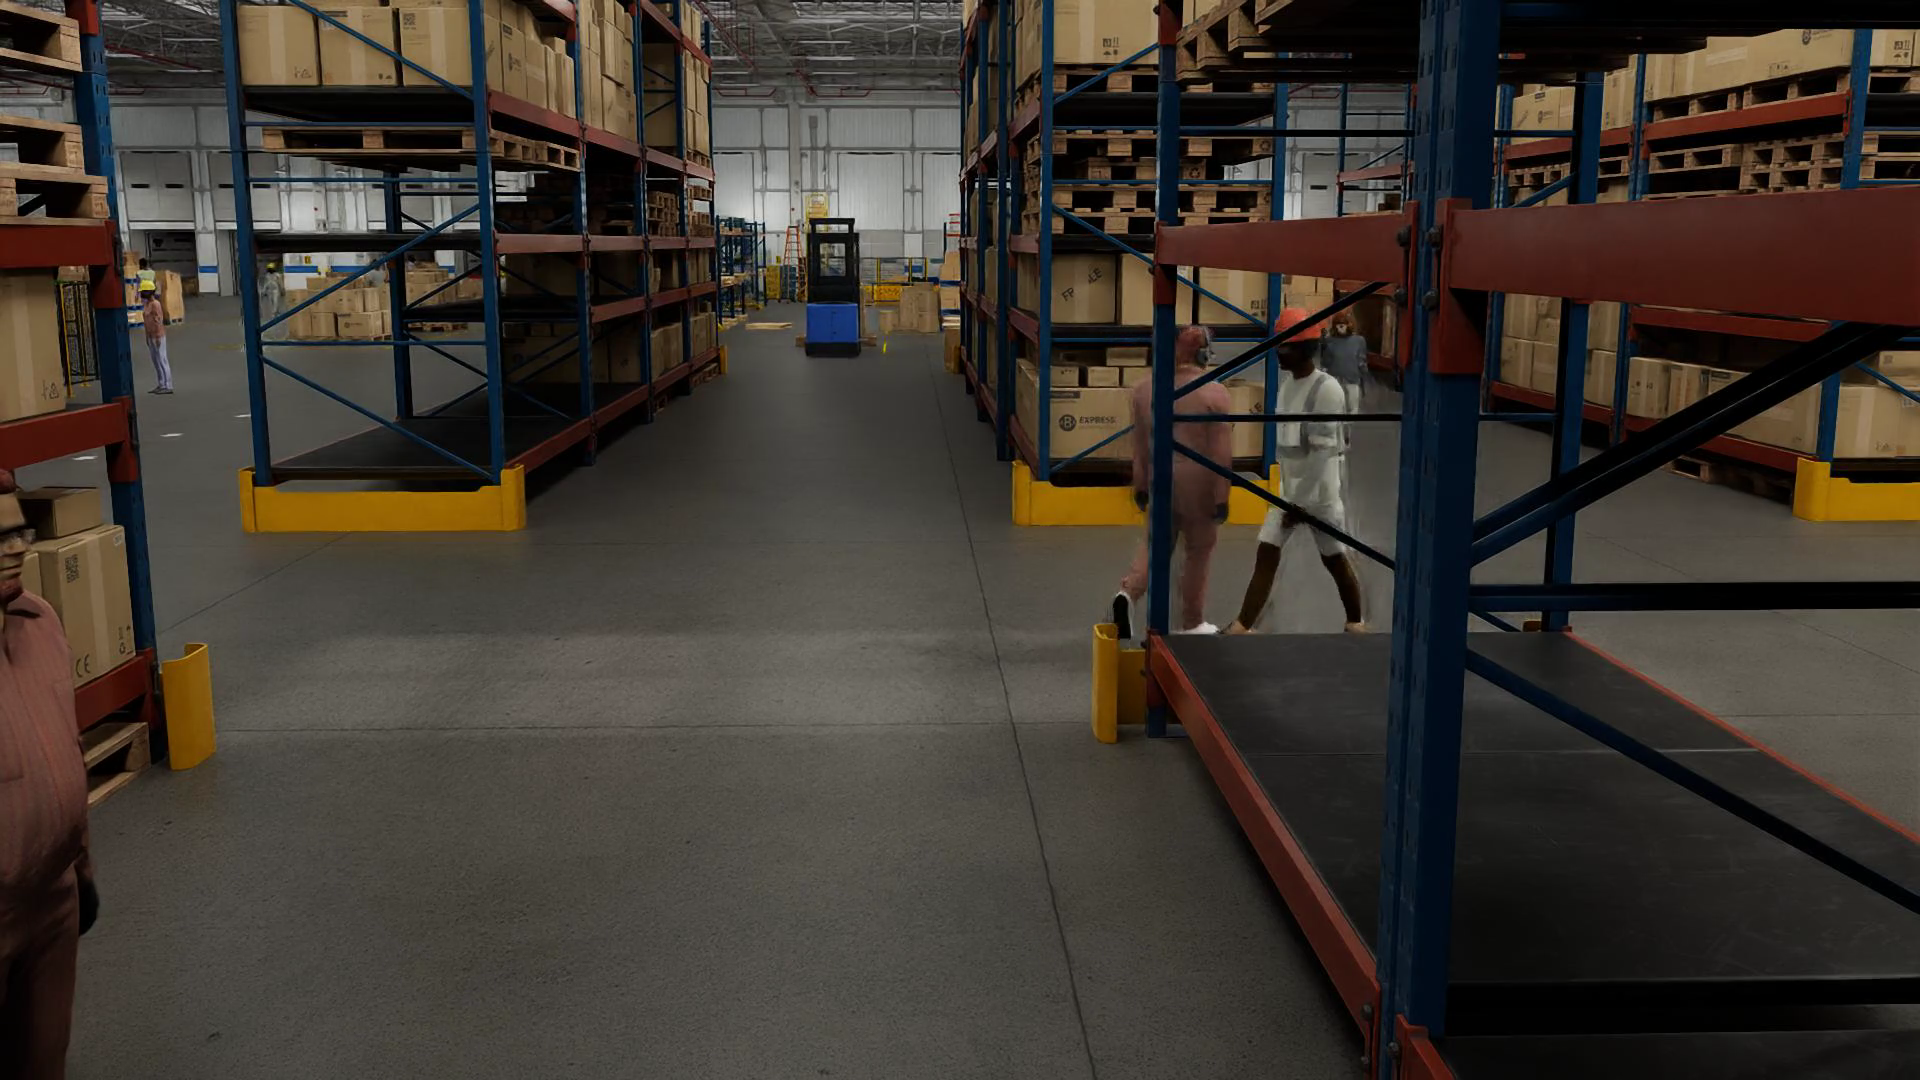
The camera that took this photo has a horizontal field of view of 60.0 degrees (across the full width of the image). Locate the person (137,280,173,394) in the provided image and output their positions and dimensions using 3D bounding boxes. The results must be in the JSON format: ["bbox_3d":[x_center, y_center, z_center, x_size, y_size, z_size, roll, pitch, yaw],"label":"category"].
[{"bbox_3d":[-12.442,-3.122,25.651,0.352,1.757,0.526,-9,14,-42],"label":"person"}]

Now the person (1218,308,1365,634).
[{"bbox_3d":[1.853,-0.276,9.183,1.088,1.975,0.612,-4,11,-20],"label":"person"}]

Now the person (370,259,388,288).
[{"bbox_3d":[-17.044,-7.305,48.742,0.514,1.844,0.813,-9,14,-42],"label":"person"}]

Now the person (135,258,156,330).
[{"bbox_3d":[-21.515,-6.498,44.011,0.384,1.918,0.594,4,11,20],"label":"person"}]

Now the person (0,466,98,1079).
[{"bbox_3d":[-2.063,0.775,3.557,0.394,1.899,0.641,1,10,6],"label":"person"}]

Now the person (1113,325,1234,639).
[{"bbox_3d":[1.258,-0.302,9.638,0.656,1.872,0.750,8,13,38],"label":"person"}]

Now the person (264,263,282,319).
[{"bbox_3d":[-20.922,-7.596,50.714,0.497,1.706,0.877,1,10,3],"label":"person"}]

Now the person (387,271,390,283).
[{"bbox_3d":[-18.772,-8.402,55.252,0.321,1.692,0.534,8,13,38],"label":"person"}]

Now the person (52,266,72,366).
[{"bbox_3d":[-17.065,-4.239,31.319,0.597,1.959,0.369,3,11,17],"label":"person"}]

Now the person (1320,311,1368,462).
[{"bbox_3d":[4.114,-1.665,17.920,0.512,1.610,0.533,1,10,3],"label":"person"}]

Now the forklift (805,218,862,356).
[{"bbox_3d":[-2.613,-5.218,34.188,1.129,2.768,1.873,0,10,-2],"label":"forklift"}]

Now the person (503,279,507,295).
[{"bbox_3d":[-8.988,-4.762,33.990,0.717,2.000,0.550,0,10,1],"label":"person"}]

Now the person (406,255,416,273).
[{"bbox_3d":[-20.622,-9.796,62.590,0.429,1.844,0.622,-4,11,-23],"label":"person"}]

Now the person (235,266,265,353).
[{"bbox_3d":[-15.089,-4.864,35.101,0.729,1.844,0.504,-4,11,-21],"label":"person"}]

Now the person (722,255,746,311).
[{"bbox_3d":[-7.645,-8.627,55.951,0.931,1.879,0.590,0,10,0],"label":"person"}]
